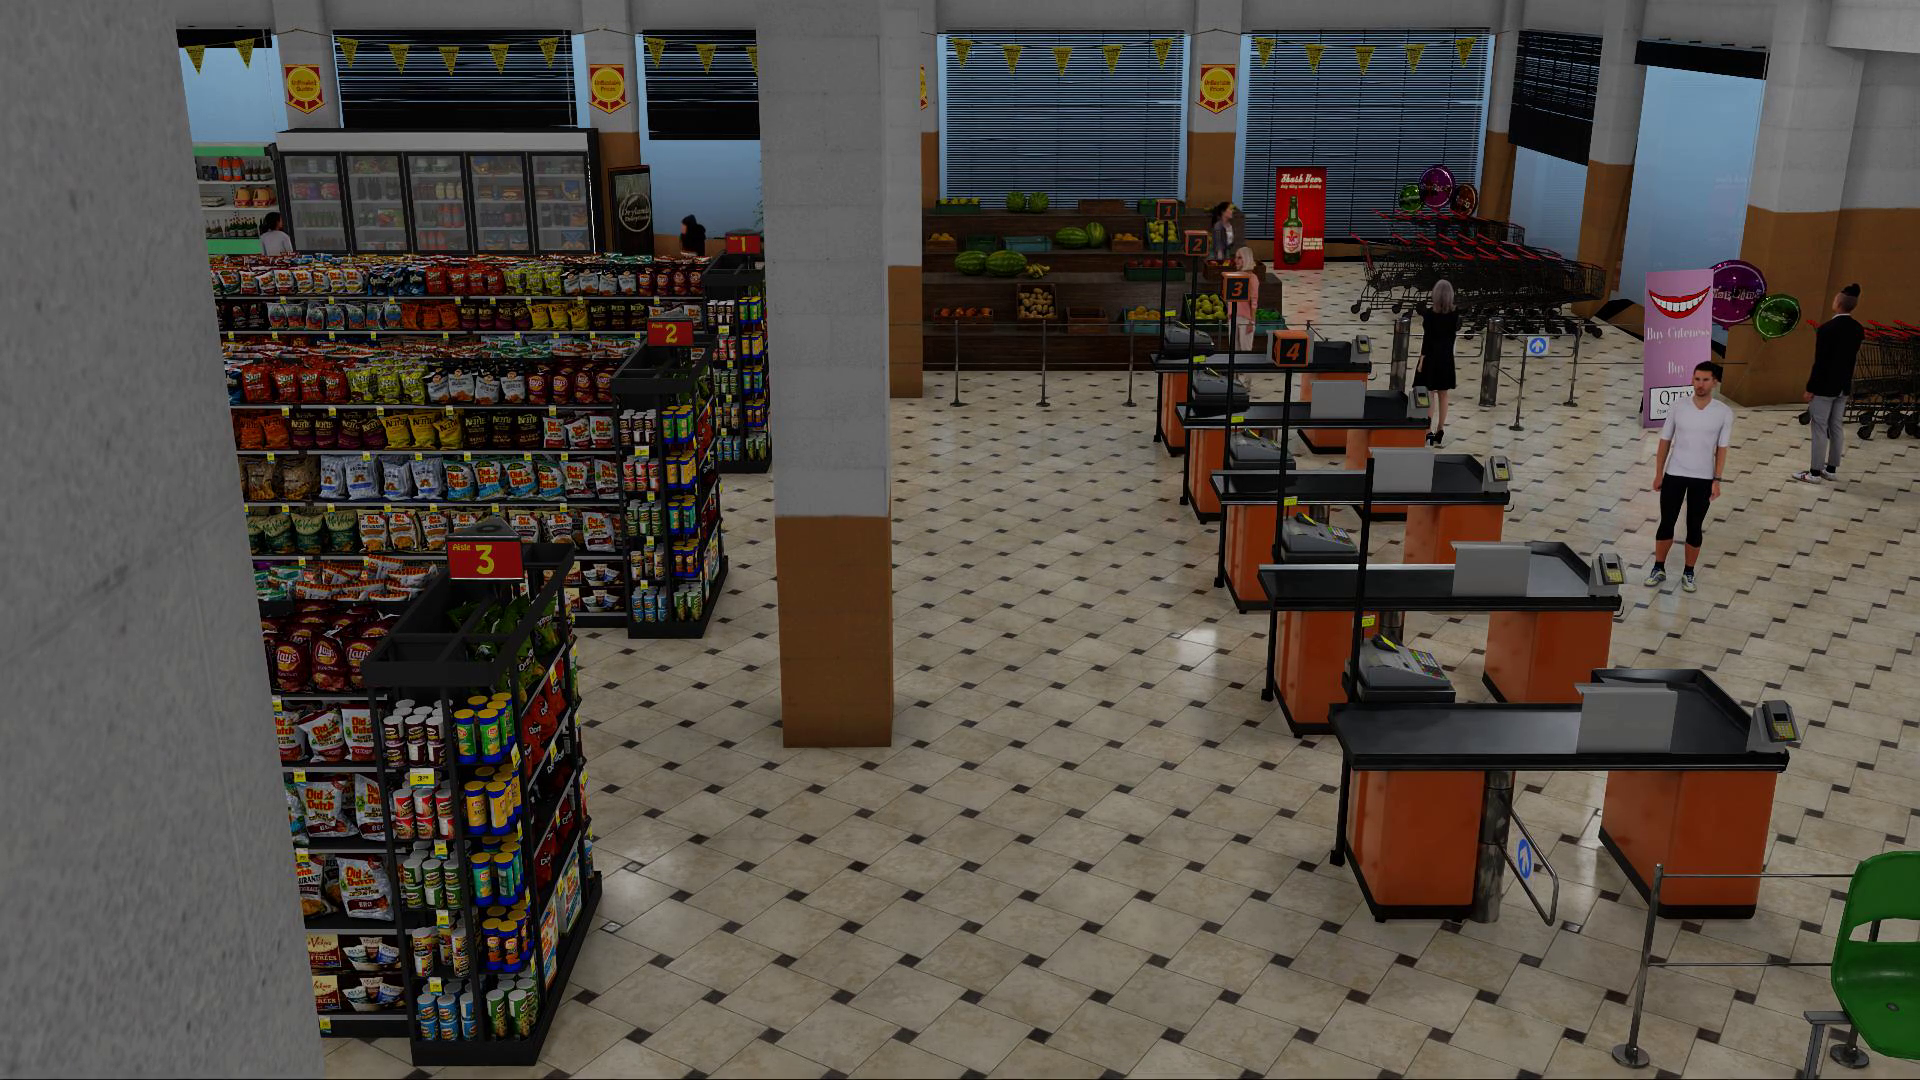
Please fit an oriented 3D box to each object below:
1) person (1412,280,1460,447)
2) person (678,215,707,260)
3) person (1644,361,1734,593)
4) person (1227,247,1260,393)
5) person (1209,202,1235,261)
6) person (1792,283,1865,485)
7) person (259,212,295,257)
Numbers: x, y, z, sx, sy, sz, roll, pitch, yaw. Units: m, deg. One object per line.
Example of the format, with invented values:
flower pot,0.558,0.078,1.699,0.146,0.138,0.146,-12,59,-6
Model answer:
person,5.001,-1.867,17.448,0.621,1.747,0.737,-7,20,-20
person,-3.563,-3.605,22.762,1.182,1.645,0.988,-9,21,-26
person,5.833,-0.524,13.300,0.674,1.852,0.809,9,21,25
person,3.343,-2.606,19.676,0.691,1.725,0.677,-11,22,-30
person,3.683,-4.047,24.043,0.769,1.665,0.730,11,22,30
person,8.443,-1.520,16.102,0.682,1.949,0.851,-8,20,-22
person,-9.195,-3.573,22.525,0.556,1.737,0.736,4,19,12
